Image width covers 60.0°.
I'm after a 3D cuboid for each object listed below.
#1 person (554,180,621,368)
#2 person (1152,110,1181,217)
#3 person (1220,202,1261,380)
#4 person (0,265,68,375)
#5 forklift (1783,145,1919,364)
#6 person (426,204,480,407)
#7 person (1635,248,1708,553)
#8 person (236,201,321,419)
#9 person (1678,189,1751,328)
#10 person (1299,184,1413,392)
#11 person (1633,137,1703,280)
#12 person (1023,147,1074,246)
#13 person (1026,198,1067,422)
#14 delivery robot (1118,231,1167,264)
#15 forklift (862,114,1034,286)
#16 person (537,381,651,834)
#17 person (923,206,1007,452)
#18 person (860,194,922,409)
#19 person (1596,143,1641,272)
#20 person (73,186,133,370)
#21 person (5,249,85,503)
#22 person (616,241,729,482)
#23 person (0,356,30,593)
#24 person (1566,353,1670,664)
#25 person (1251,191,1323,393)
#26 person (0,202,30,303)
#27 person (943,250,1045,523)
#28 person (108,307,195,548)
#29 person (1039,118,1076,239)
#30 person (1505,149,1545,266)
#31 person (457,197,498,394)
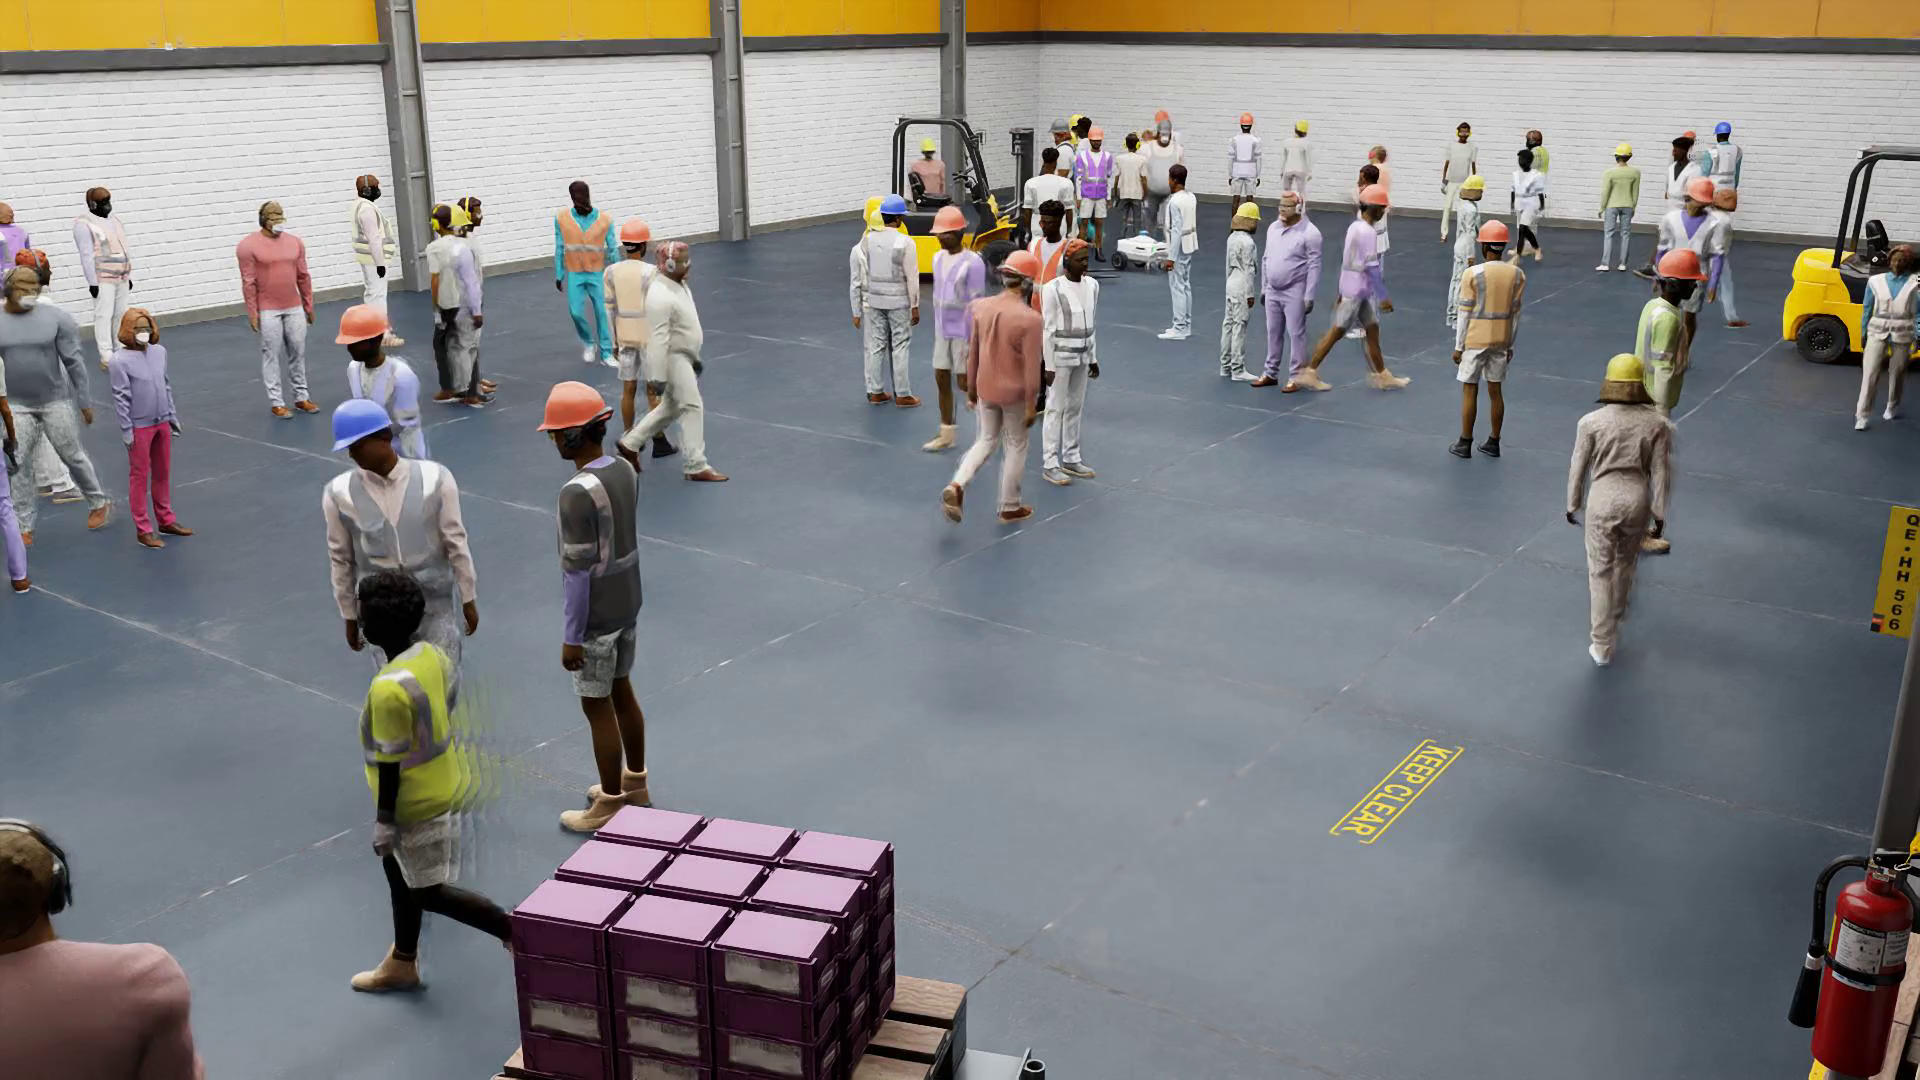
[{"bbox_3d":[-3.773,-2.706,16.944,0.690,1.901,0.419,-5,18,-14],"label":"person"},{"bbox_3d":[3.499,-6.415,28.566,0.562,1.880,0.886,4,18,14],"label":"person"},{"bbox_3d":[2.791,-2.451,16.417,0.308,1.737,0.484,-5,18,-15],"label":"person"},{"bbox_3d":[-9.156,-2.310,15.739,1.023,1.874,0.655,-11,21,-30],"label":"person"},{"bbox_3d":[9.803,-2.879,17.013,2.313,2.155,1.214,12,21,33],"label":"forklift"},{"bbox_3d":[-4.687,-2.160,15.322,0.680,1.845,0.529,17,24,42],"label":"person"},{"bbox_3d":[4.711,-0.940,11.192,0.385,2.041,0.615,4,18,12],"label":"person"},{"bbox_3d":[-6.065,-2.056,14.876,0.406,1.931,0.630,15,23,39],"label":"person"},{"bbox_3d":[8.682,-3.231,19.090,0.853,1.592,0.500,1,18,3],"label":"person"},{"bbox_3d":[3.776,-2.362,15.763,1.098,1.986,0.613,2,18,7],"label":"person"},{"bbox_3d":[9.593,-4.422,22.293,0.976,1.907,0.617,-7,19,-21],"label":"person"},{"bbox_3d":[1.069,-3.739,20.071,0.608,1.966,0.371,3,18,9],"label":"person"},{"bbox_3d":[0.819,-2.025,14.711,0.607,1.966,0.373,14,23,38],"label":"person"},{"bbox_3d":[2.548,-4.074,23.248,0.477,0.478,0.707,-15,23,-39],"label":"delivery robot"},{"bbox_3d":[-0.171,-4.594,22.377,2.313,2.155,1.214,1,18,3],"label":"forklift"},{"bbox_3d":[-1.609,0.304,7.334,0.410,2.029,0.612,3,18,10],"label":"person"},{"bbox_3d":[0.045,-1.749,13.772,0.801,2.017,0.638,-14,22,-36],"label":"person"},{"bbox_3d":[-0.621,-2.174,15.208,0.615,1.945,0.404,11,21,31],"label":"person"},{"bbox_3d":[9.161,-4.622,23.153,0.524,1.772,0.305,0,18,0],"label":"person"},{"bbox_3d":[-8.620,-2.651,16.869,0.429,1.843,0.627,3,18,9],"label":"person"},{"bbox_3d":[-6.776,-1.209,12.312,0.579,1.878,0.354,13,22,34],"label":"person"},{"bbox_3d":[-2.271,-1.370,12.820,0.857,1.877,0.646,0,18,-1],"label":"person"},{"bbox_3d":[-6.093,-0.548,10.273,0.505,1.858,0.332,-11,21,-31],"label":"person"},{"bbox_3d":[3.684,-0.199,9.401,0.501,1.703,0.724,2,18,7],"label":"person"},{"bbox_3d":[3.111,-2.365,15.870,0.401,1.910,0.642,-14,22,-37],"label":"person"},{"bbox_3d":[-9.844,-2.689,17.316,0.310,1.638,0.523,4,18,13],"label":"person"},{"bbox_3d":[0.247,-1.015,11.562,0.662,1.958,0.744,15,23,40],"label":"person"},{"bbox_3d":[-5.521,-0.774,11.336,0.287,1.631,0.501,5,18,16],"label":"person"},{"bbox_3d":[1.408,-5.087,24.169,0.538,2.000,0.684,2,18,7],"label":"person"},{"bbox_3d":[8.163,-4.766,23.789,0.808,1.653,0.565,-9,20,-26],"label":"person"},{"bbox_3d":[-4.636,-2.322,15.819,0.320,1.861,0.512,-4,18,-12],"label":"person"}]
